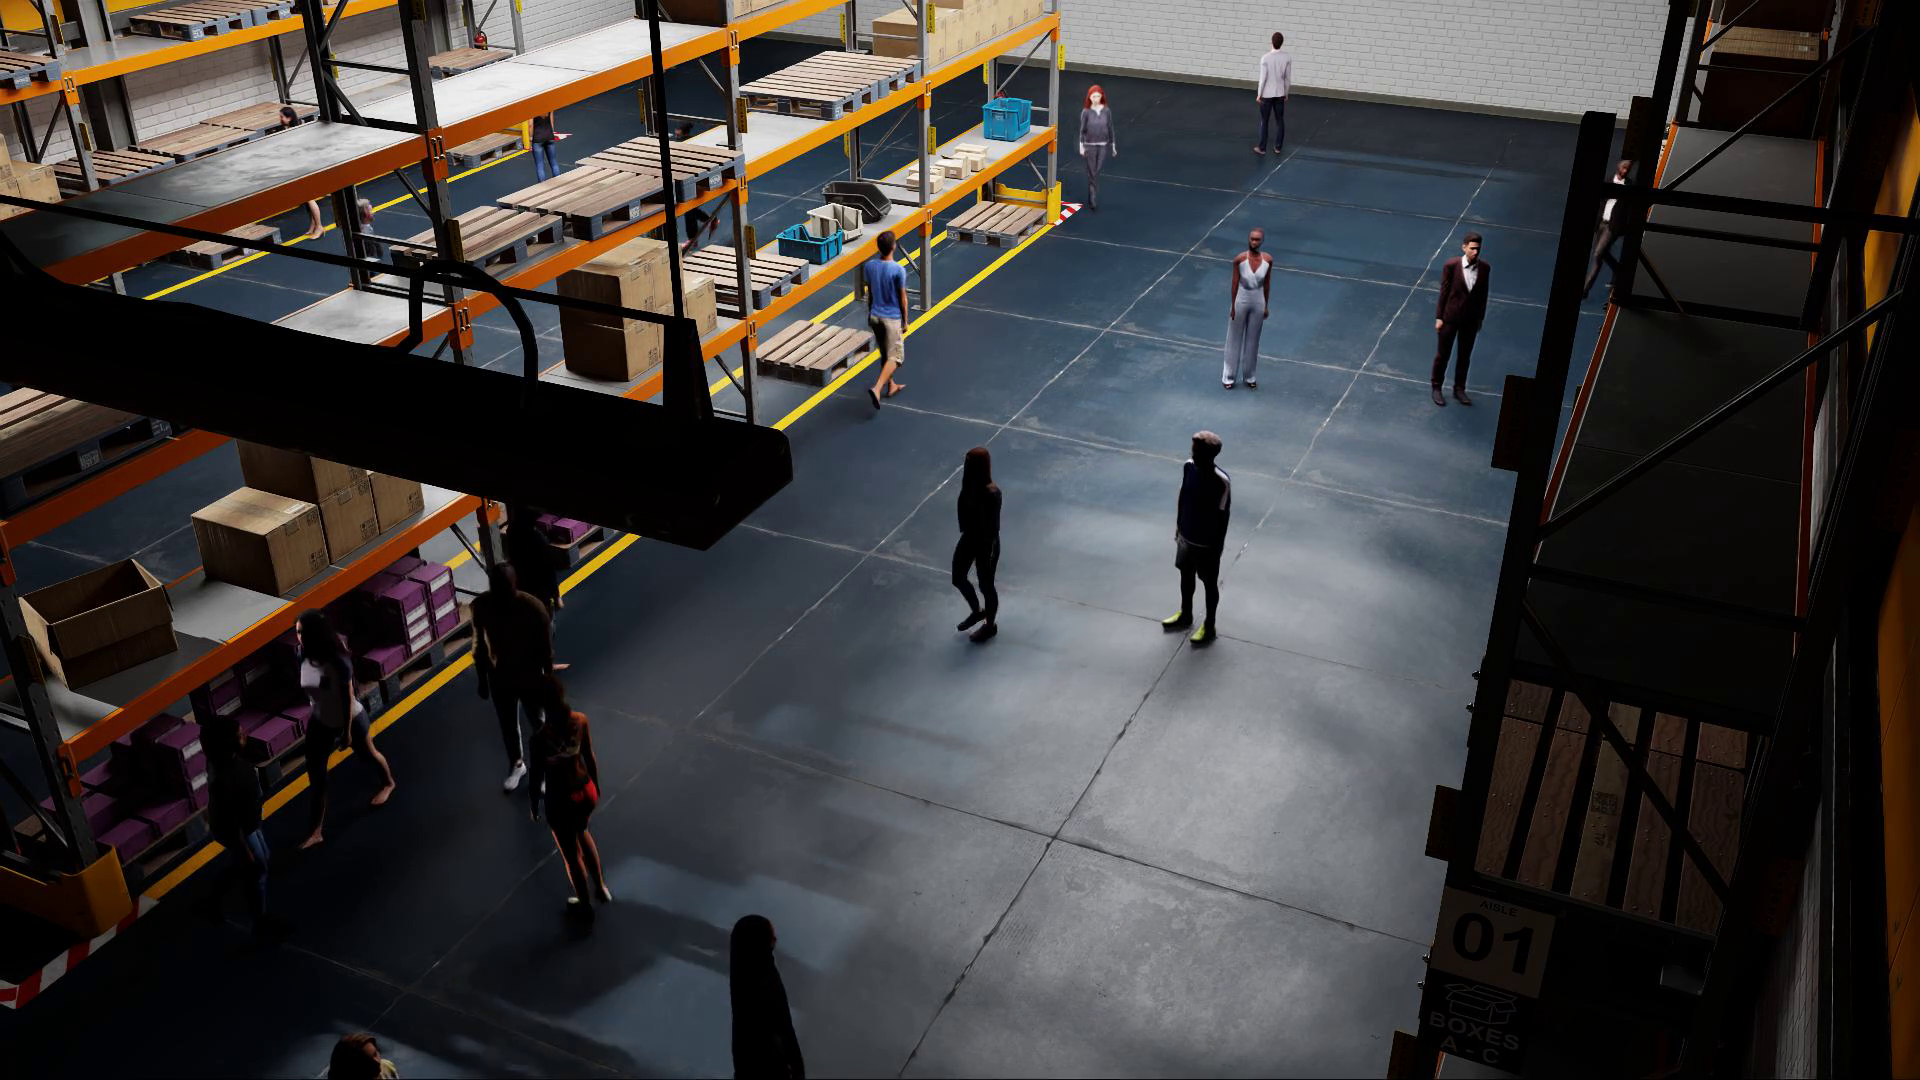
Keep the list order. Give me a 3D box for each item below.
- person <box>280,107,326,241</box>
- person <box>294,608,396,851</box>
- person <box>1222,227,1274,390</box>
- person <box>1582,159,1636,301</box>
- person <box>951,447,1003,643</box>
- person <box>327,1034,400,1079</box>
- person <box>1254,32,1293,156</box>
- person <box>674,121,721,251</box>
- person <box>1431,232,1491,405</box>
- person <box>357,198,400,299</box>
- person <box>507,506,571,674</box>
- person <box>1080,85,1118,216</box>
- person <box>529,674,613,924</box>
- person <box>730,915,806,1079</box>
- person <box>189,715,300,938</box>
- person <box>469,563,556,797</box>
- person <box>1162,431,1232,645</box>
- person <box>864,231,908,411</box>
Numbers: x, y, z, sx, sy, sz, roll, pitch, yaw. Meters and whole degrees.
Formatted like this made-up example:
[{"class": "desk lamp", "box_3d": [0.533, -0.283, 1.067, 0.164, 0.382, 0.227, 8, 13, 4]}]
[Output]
[{"class": "person", "box_3d": [-8.800, -4.899, 22.207, 0.812, 1.769, 0.781, -17, 33, -28]}, {"class": "person", "box_3d": [-4.119, 1.185, 11.170, 0.712, 1.657, 1.145, 8, 30, 14]}, {"class": "person", "box_3d": [3.079, -2.482, 17.760, 0.651, 1.784, 0.648, -2, 29, -5]}, {"class": "person", "box_3d": [7.927, -3.792, 20.197, 1.307, 1.750, 1.062, -20, 34, -32]}, {"class": "person", "box_3d": [0.237, 0.021, 13.259, 0.712, 1.700, 0.700, -20, 35, -33]}, {"class": "person", "box_3d": [-2.716, 2.980, 7.811, 0.742, 1.723, 0.572, 5, 29, 9]}, {"class": "person", "box_3d": [4.876, -6.953, 25.884, 0.769, 1.853, 0.792, -6, 29, -10]}, {"class": "person", "box_3d": [-3.459, -4.651, 21.800, 1.043, 1.723, 0.967, -10, 30, -18]}, {"class": "person", "box_3d": [5.218, -2.331, 17.403, 0.759, 1.861, 0.750, 0, 29, 0]}, {"class": "person", "box_3d": [-6.562, -2.845, 18.384, 0.836, 1.823, 0.858, -23, 36, -36]}, {"class": "person", "box_3d": [-3.258, 0.436, 12.501, 0.804, 1.698, 1.008, 22, 36, 35]}, {"class": "person", "box_3d": [1.873, -5.508, 23.346, 0.957, 1.747, 1.061, -8, 30, -13]}, {"class": "person", "box_3d": [-2.349, 1.641, 10.207, 0.730, 1.779, 0.636, 23, 36, 36]}, {"class": "person", "box_3d": [-1.043, 2.599, 8.622, 0.793, 1.614, 0.708, -4, 29, -7]}, {"class": "person", "box_3d": [-4.448, 1.782, 10.044, 0.938, 1.688, 0.876, -12, 31, -21]}, {"class": "person", "box_3d": [-3.061, 0.929, 11.473, 0.796, 1.817, 0.726, 3, 29, 5]}, {"class": "person", "box_3d": [1.921, -0.049, 13.245, 0.691, 1.835, 0.711, -22, 35, -34]}, {"class": "person", "box_3d": [-0.799, -2.268, 17.305, 0.689, 1.844, 1.077, 15, 32, 26]}]
